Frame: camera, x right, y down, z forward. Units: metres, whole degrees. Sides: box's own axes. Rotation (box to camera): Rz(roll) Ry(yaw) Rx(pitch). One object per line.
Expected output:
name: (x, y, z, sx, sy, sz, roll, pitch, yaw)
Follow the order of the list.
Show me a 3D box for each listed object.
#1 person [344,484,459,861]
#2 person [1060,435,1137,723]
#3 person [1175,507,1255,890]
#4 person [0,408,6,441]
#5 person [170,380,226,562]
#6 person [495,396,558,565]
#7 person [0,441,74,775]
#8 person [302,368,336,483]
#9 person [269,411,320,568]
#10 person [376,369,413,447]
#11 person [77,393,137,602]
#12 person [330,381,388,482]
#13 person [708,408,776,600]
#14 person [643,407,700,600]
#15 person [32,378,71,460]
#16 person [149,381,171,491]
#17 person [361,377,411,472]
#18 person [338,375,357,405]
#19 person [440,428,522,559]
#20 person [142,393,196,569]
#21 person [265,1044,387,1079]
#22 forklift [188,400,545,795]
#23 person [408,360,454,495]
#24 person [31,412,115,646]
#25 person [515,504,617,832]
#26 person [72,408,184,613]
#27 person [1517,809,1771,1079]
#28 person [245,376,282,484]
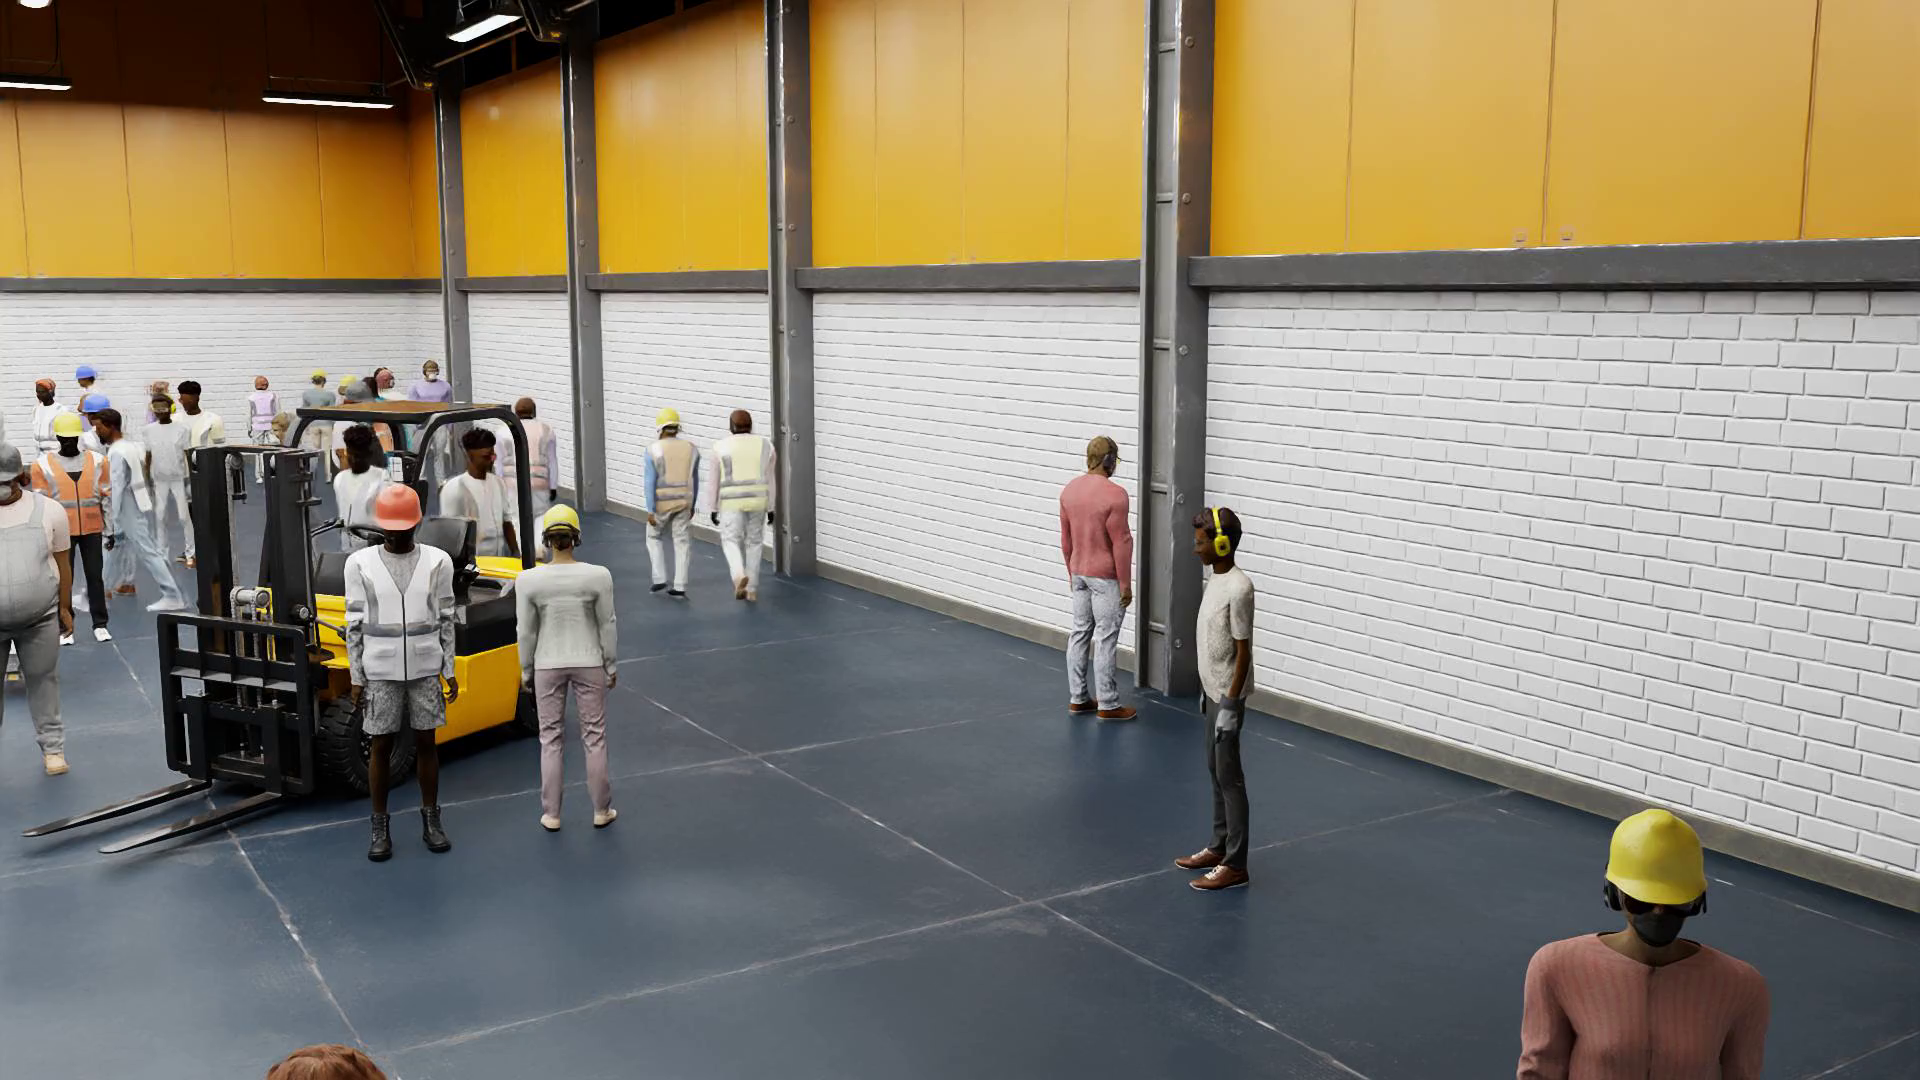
person: (-2.838, 0.666, 8.498, 0.542, 1.928, 0.374, -4, 9, -24)
person: (0.935, 0.259, 11.213, 0.373, 1.937, 0.630, -7, 11, -38)
person: (1.257, 0.762, 8.064, 0.327, 1.865, 0.521, -1, 8, -3)
person: (-11.482, -0.969, 19.569, 0.638, 1.919, 0.525, 2, 9, 13)
person: (-8.159, -0.732, 17.792, 0.613, 1.962, 0.364, 1, 8, 6)
person: (-4.467, -0.567, 17.167, 0.626, 1.829, 0.436, -2, 9, -13)
person: (-5.607, 0.411, 9.833, 0.674, 2.000, 0.535, -5, 10, -30)
person: (-9.666, -1.715, 25.128, 0.542, 1.746, 0.482, 0, 8, 2)
person: (-5.405, -0.076, 13.476, 0.408, 1.939, 0.637, -7, 11, -39)
person: (-7.310, -1.223, 21.297, 0.642, 1.910, 0.401, 0, 8, 0)
person: (-8.009, -0.381, 15.590, 0.385, 1.917, 0.605, 4, 9, 24)
person: (-5.997, -0.600, 16.647, 0.535, 2.000, 0.759, -1, 9, -9)
person: (-1.997, -0.305, 15.425, 0.630, 1.824, 0.607, -3, 9, -18)
person: (-2.755, -0.348, 15.703, 0.611, 1.808, 0.615, -6, 10, -35)
person: (-10.787, -0.980, 19.775, 0.578, 1.879, 0.352, 4, 9, 26)
person: (-11.541, -1.499, 24.132, 0.504, 1.621, 0.518, -3, 9, -22)
person: (-7.130, -1.067, 20.404, 0.962, 1.855, 0.665, 4, 9, 26)
person: (-8.508, -1.432, 23.255, 0.305, 1.743, 0.494, -5, 10, -32)
person: (-3.410, 0.145, 12.041, 0.988, 1.909, 0.630, 3, 9, 21)
person: (-8.229, -0.606, 17.319, 0.499, 1.860, 0.340, -1, 9, -9)
person: (-1.022, 1.647, 2.871, 0.284, 1.633, 0.498, 0, 8, 2)
forklift: (-3.529, 0.258, 10.348, 1.214, 2.155, 2.313, 4, 9, 25)
person: (-7.560, -1.612, 23.821, 0.627, 1.938, 0.376, -6, 10, -34)
person: (-7.254, -0.091, 13.649, 0.581, 1.919, 0.393, -7, 11, -40)
person: (-2.099, 0.687, 8.924, 0.523, 1.761, 0.330, -2, 9, -10)
person: (-7.547, -0.250, 14.904, 1.042, 1.858, 0.601, -4, 9, -25)
person: (1.505, 1.456, 3.716, 0.525, 1.769, 0.308, 1, 9, 10)
person: (-10.511, -1.661, 25.150, 0.511, 1.640, 0.309, -3, 9, -21)
